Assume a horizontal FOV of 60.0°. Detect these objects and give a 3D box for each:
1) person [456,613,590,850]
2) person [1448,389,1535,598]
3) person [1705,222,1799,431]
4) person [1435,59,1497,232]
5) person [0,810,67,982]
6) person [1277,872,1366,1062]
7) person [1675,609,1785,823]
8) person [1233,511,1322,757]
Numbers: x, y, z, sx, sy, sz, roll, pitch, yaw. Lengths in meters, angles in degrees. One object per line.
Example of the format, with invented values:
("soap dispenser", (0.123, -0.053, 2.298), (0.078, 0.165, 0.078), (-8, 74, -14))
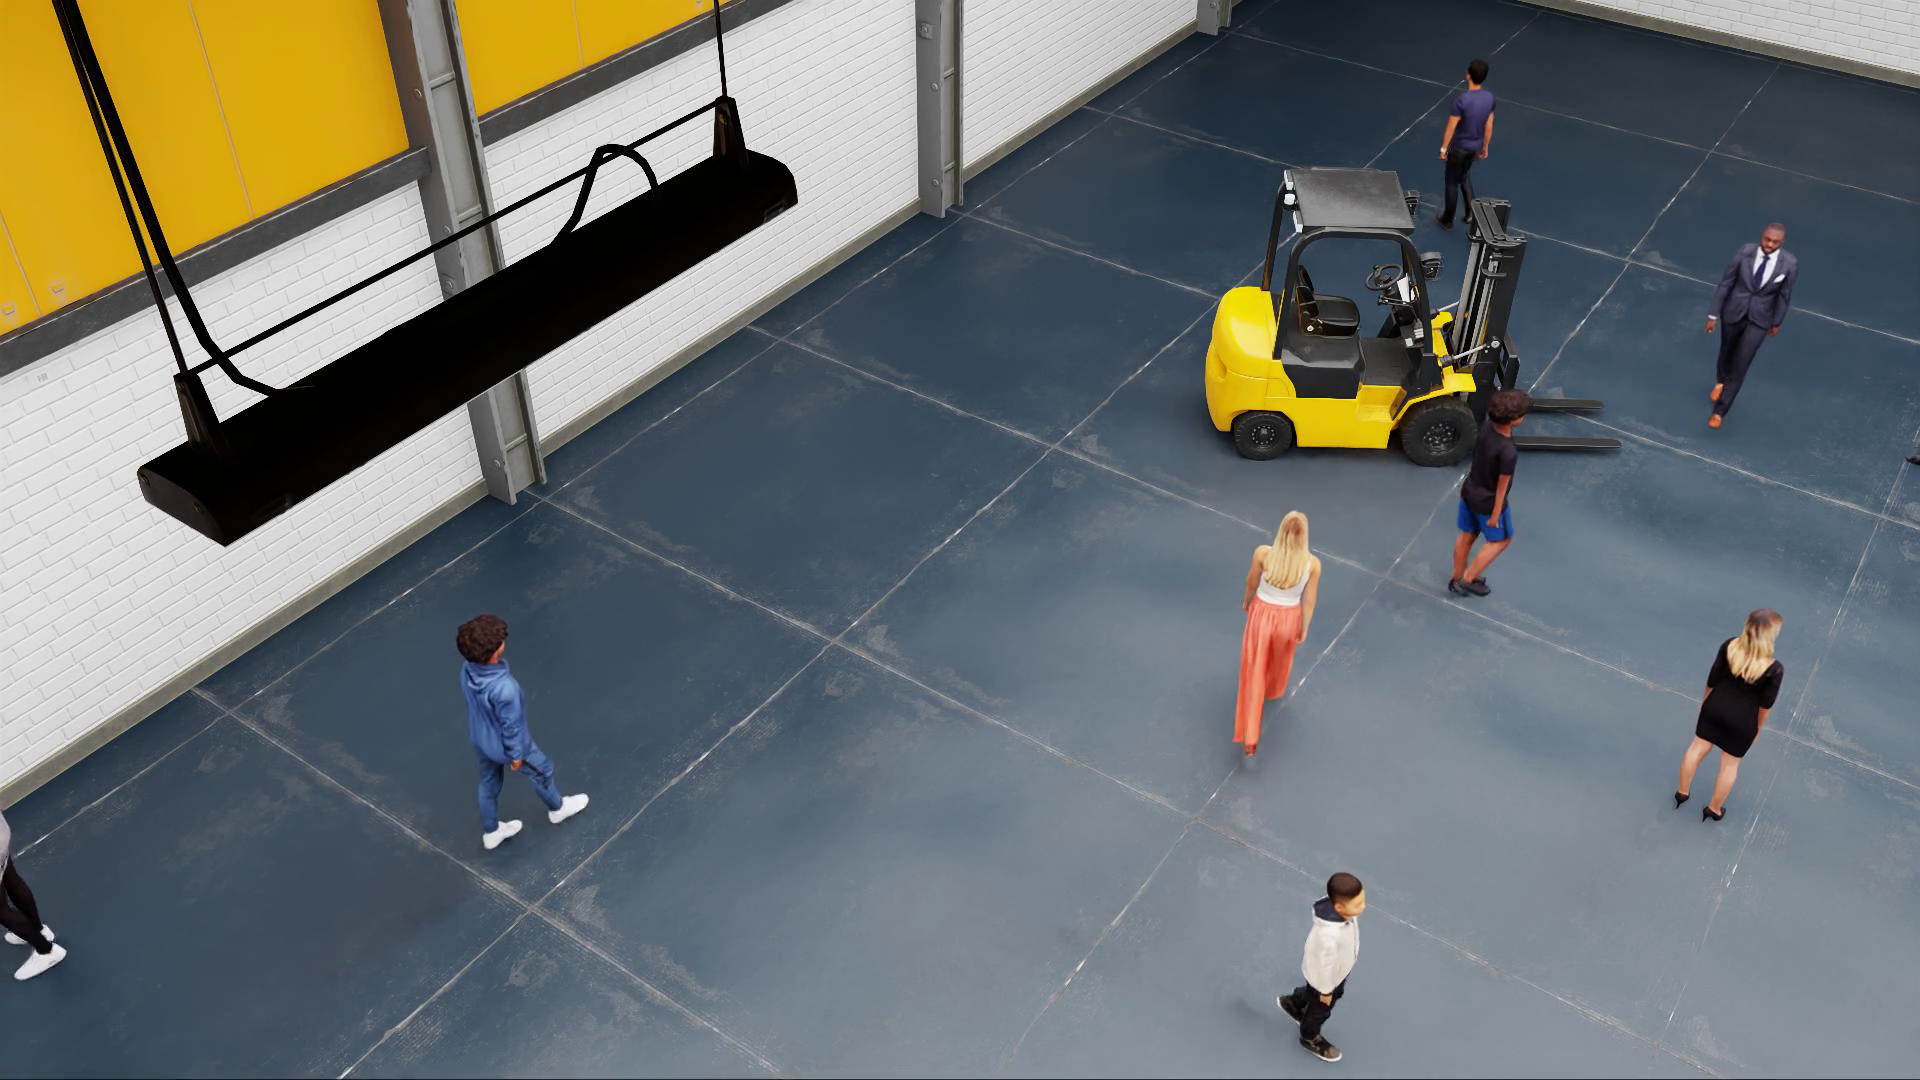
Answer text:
("person", (-2.871, 1.232, 10.138), (0.753, 1.785, 0.949), (27, 46, 30))
("person", (3.740, -0.313, 12.072), (0.764, 1.786, 0.715), (-10, 40, -12))
("person", (6.644, -1.888, 14.051), (0.710, 1.777, 1.135), (23, 44, 26))
("person", (5.060, -3.861, 16.520), (0.836, 1.780, 0.894), (-12, 40, -14))
("person", (-5.523, 1.775, 9.468), (0.830, 1.772, 0.775), (-5, 39, -7))
("person", (1.957, 2.289, 9.088), (0.686, 1.444, 0.622), (19, 42, 22))
("person", (4.808, 1.103, 10.388), (0.537, 1.676, 0.587), (-29, 47, -31))
("person", (2.034, 0.625, 10.920), (0.921, 1.758, 1.300), (9, 40, 11))
